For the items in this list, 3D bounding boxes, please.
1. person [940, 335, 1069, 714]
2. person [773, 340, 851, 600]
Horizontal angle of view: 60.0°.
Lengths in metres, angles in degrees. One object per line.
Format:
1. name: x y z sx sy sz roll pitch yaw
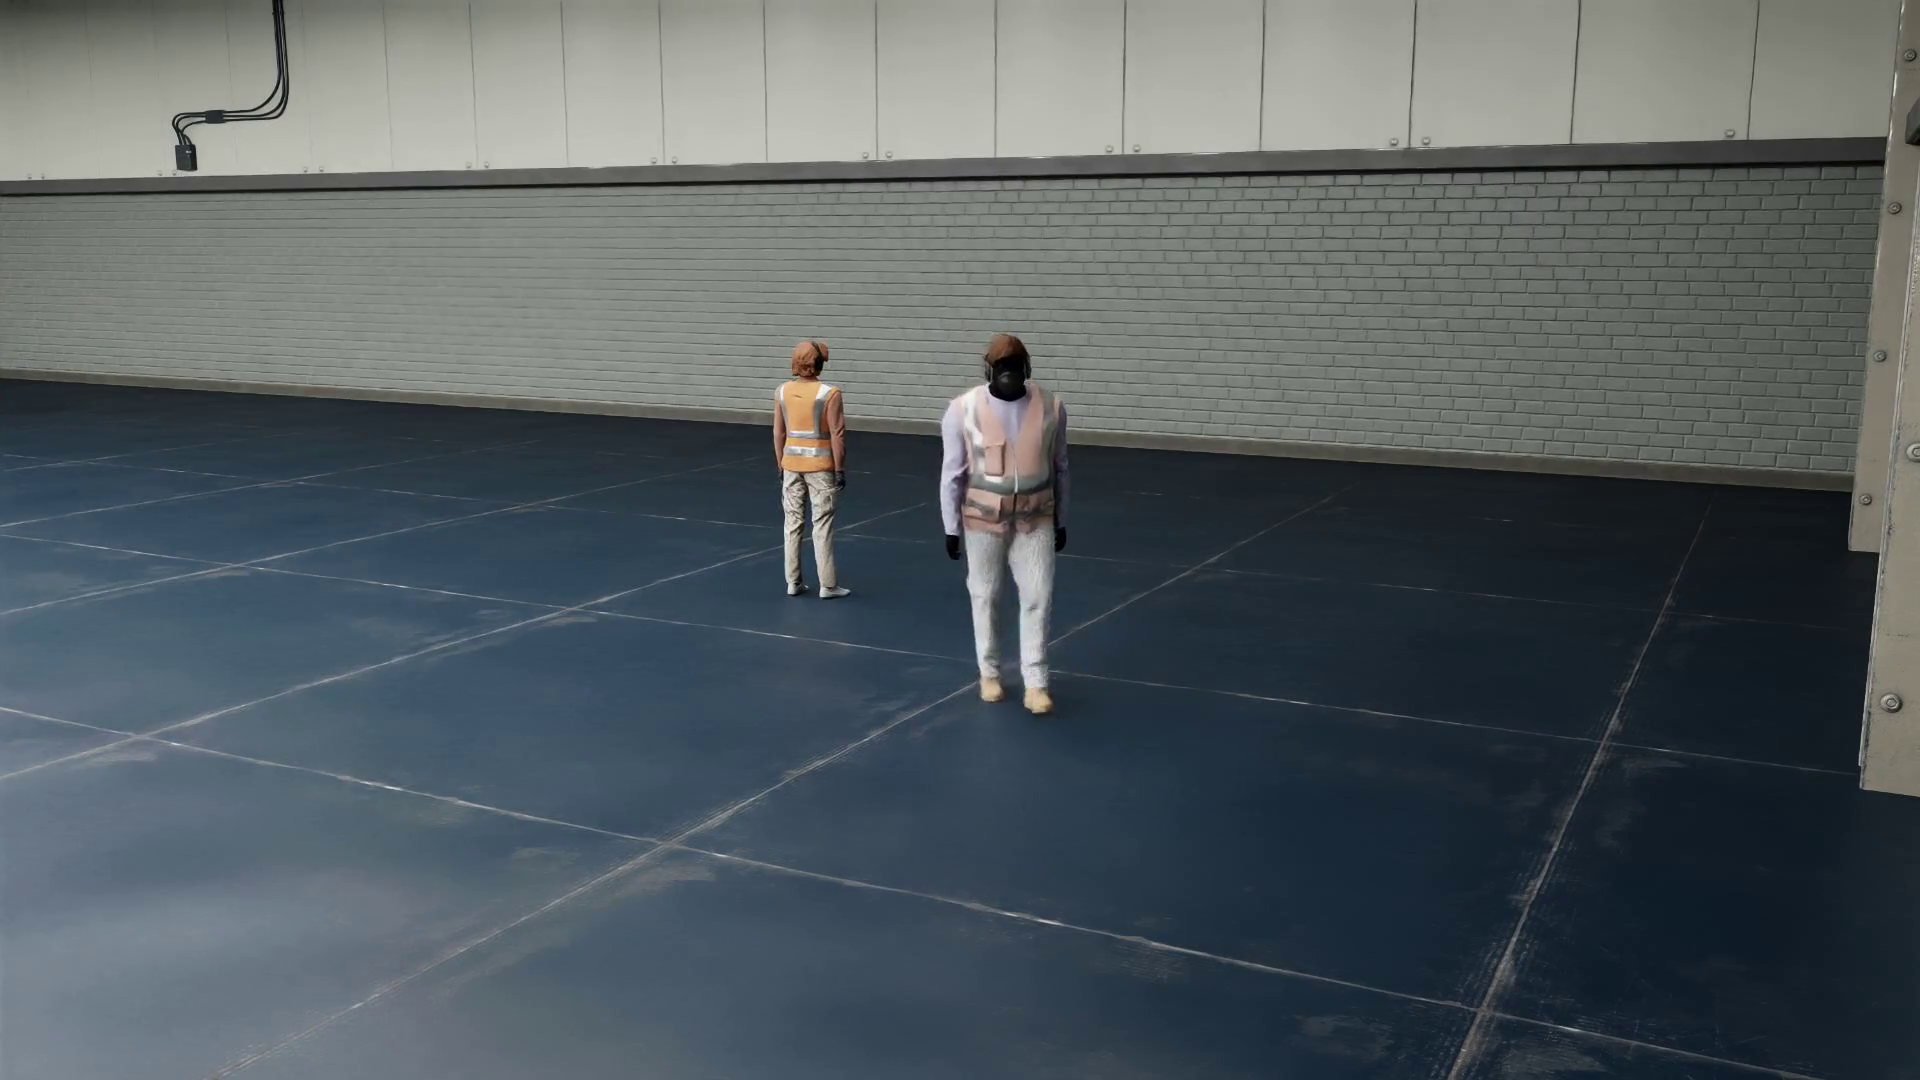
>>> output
1. person: 0.239 -0.062 7.995 0.650 1.814 0.768 -1 10 -7
2. person: -0.949 -0.439 10.529 0.515 1.641 0.314 6 12 29
